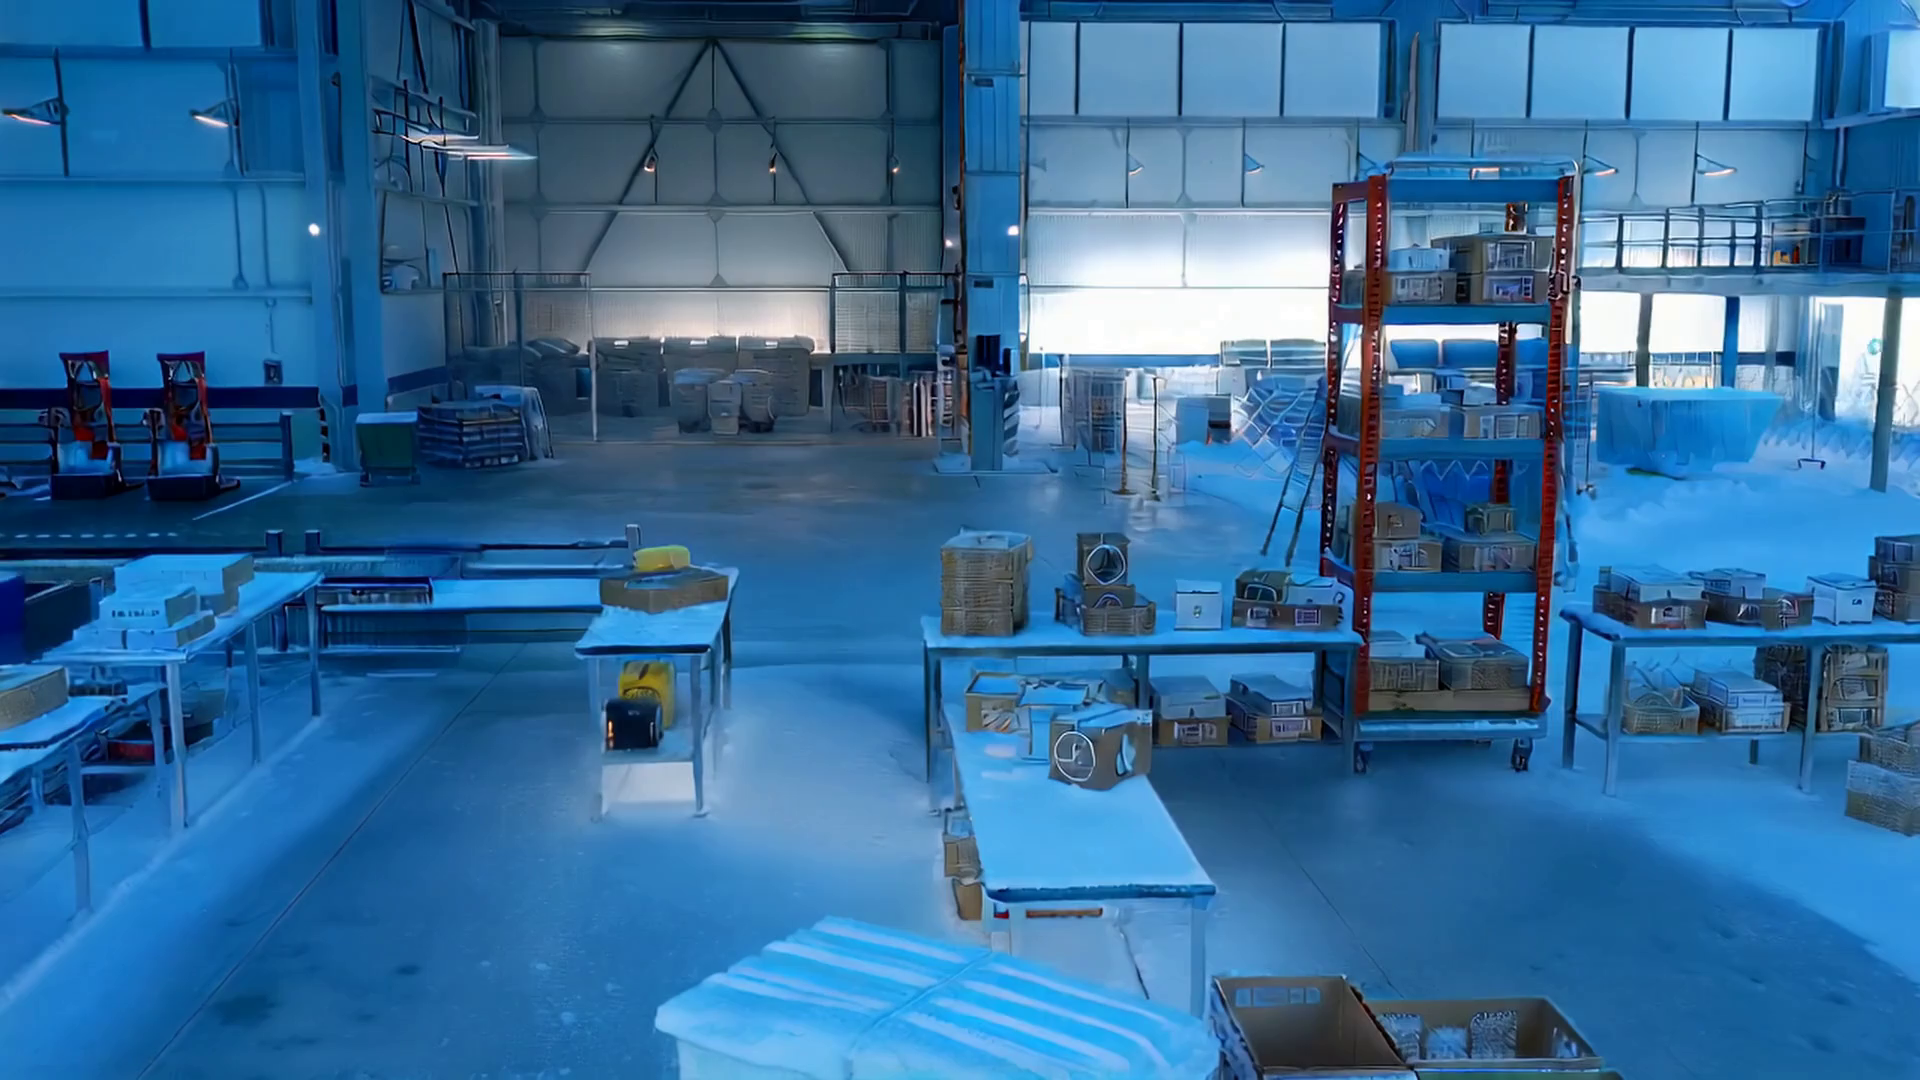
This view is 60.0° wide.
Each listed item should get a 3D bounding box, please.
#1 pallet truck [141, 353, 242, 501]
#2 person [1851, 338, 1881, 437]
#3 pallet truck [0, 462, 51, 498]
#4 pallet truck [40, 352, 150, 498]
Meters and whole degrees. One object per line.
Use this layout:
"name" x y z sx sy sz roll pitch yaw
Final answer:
"pallet truck" -10.520 -1.604 22.925 0.823 1.965 1.885 -1 9 -6
"person" 17.144 -2.879 31.357 0.583 1.871 0.472 0 9 -2
"pallet truck" -13.193 -1.293 23.148 0.653 1.274 1.630 -1 9 -4
"pallet truck" -11.907 -1.642 23.165 0.823 1.965 1.885 0 9 0
